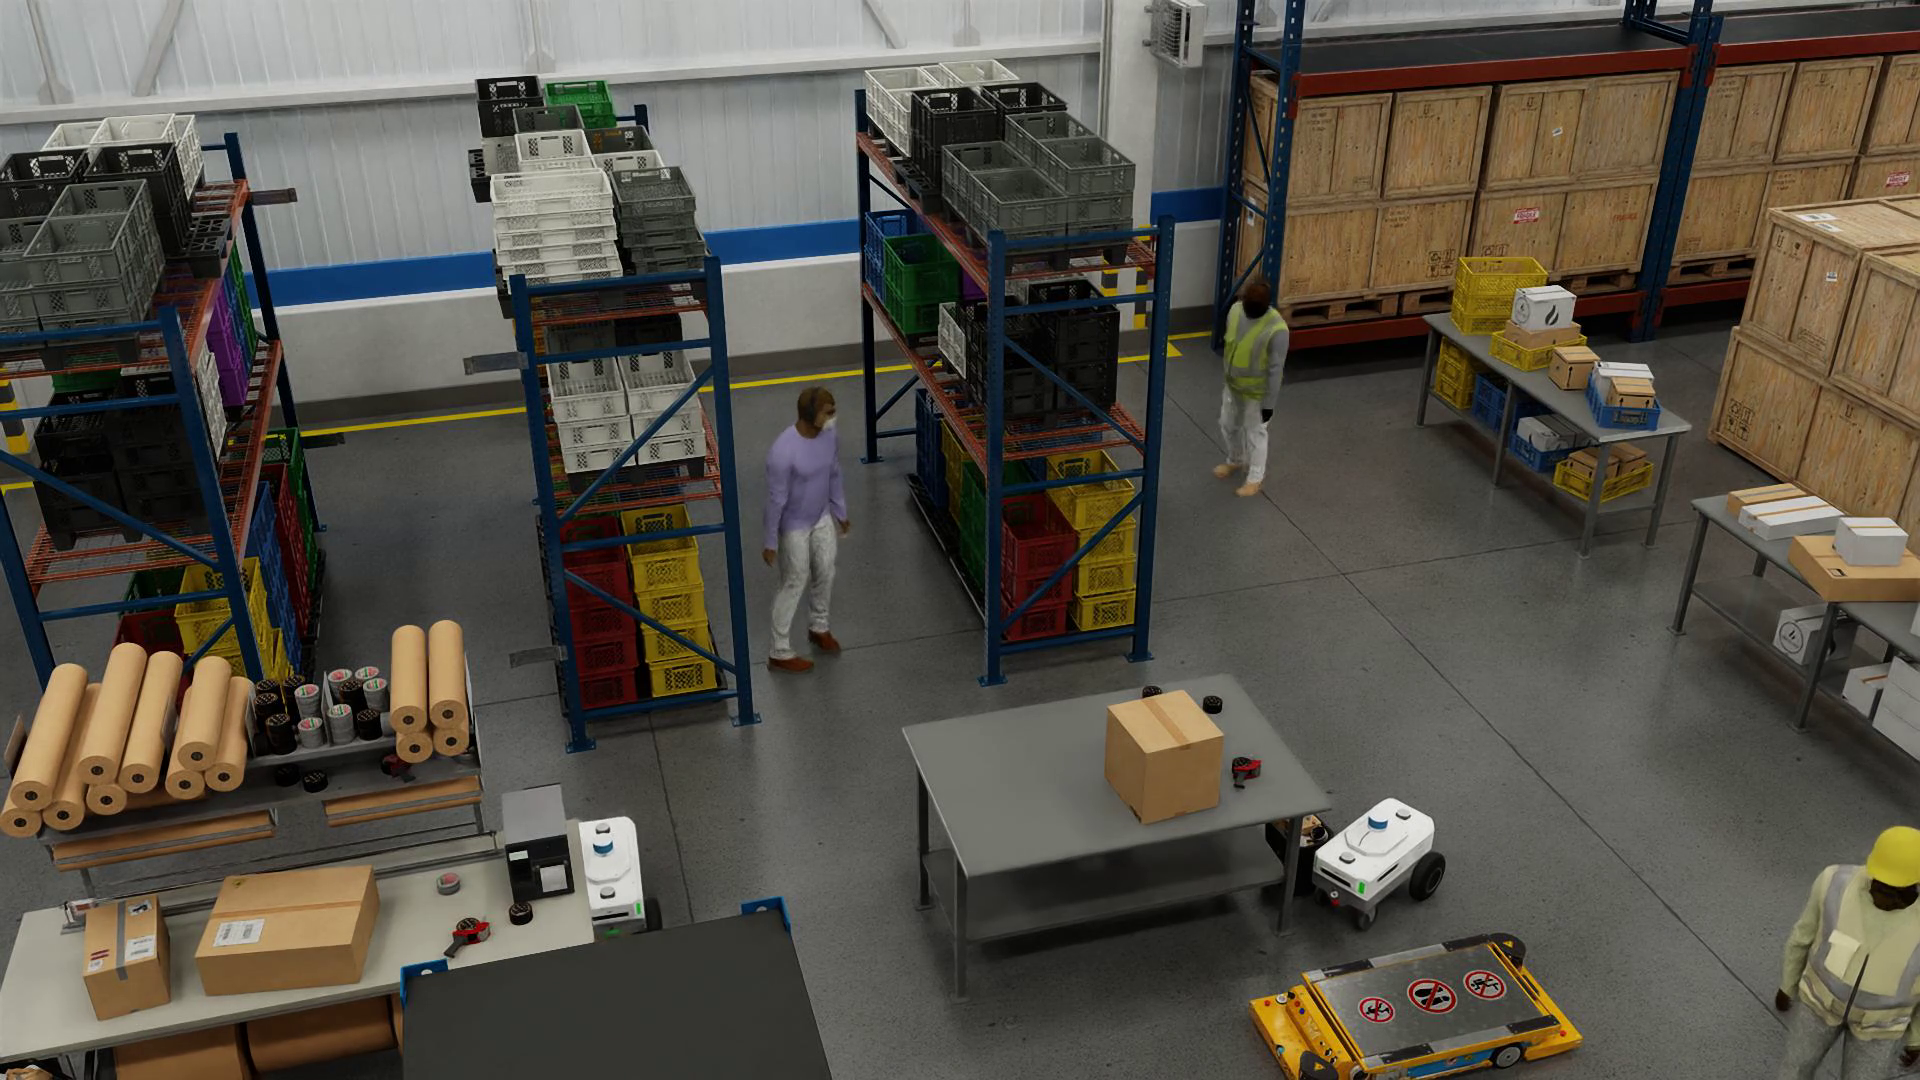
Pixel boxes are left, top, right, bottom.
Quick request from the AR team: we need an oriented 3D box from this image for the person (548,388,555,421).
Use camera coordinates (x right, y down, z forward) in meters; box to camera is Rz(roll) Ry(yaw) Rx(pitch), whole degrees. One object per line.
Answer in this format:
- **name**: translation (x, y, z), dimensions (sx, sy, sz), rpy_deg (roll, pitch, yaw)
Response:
- **person**: translation (-3.267, -1.756, 13.666), dimensions (0.353, 1.884, 0.577), rpy_deg (6, 29, 11)

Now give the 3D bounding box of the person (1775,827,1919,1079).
- **person**: translation (3.748, 1.947, 6.982), dimensions (0.597, 1.832, 0.404), rpy_deg (21, 35, 34)

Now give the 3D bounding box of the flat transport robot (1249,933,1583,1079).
- **flat transport robot**: translation (2.184, 2.282, 7.980), dimensions (1.431, 0.197, 0.652), rpy_deg (-8, 30, -14)

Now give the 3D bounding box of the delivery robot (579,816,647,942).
- **delivery robot**: translation (-1.822, 1.733, 8.589), dimensions (0.477, 0.478, 0.707), rpy_deg (-6, 30, -12)

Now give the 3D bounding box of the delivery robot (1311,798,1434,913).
- **delivery robot**: translation (2.176, 1.643, 8.758), dimensions (0.707, 0.478, 0.477), rpy_deg (-25, 37, -37)

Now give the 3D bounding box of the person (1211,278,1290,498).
- **person**: translation (2.218, -1.157, 12.659), dimensions (0.456, 1.805, 0.653), rpy_deg (-17, 33, -27)

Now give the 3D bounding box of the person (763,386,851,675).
- **person**: translation (-0.998, -0.088, 10.614), dimensions (0.417, 1.906, 0.697), rpy_deg (19, 34, 31)
